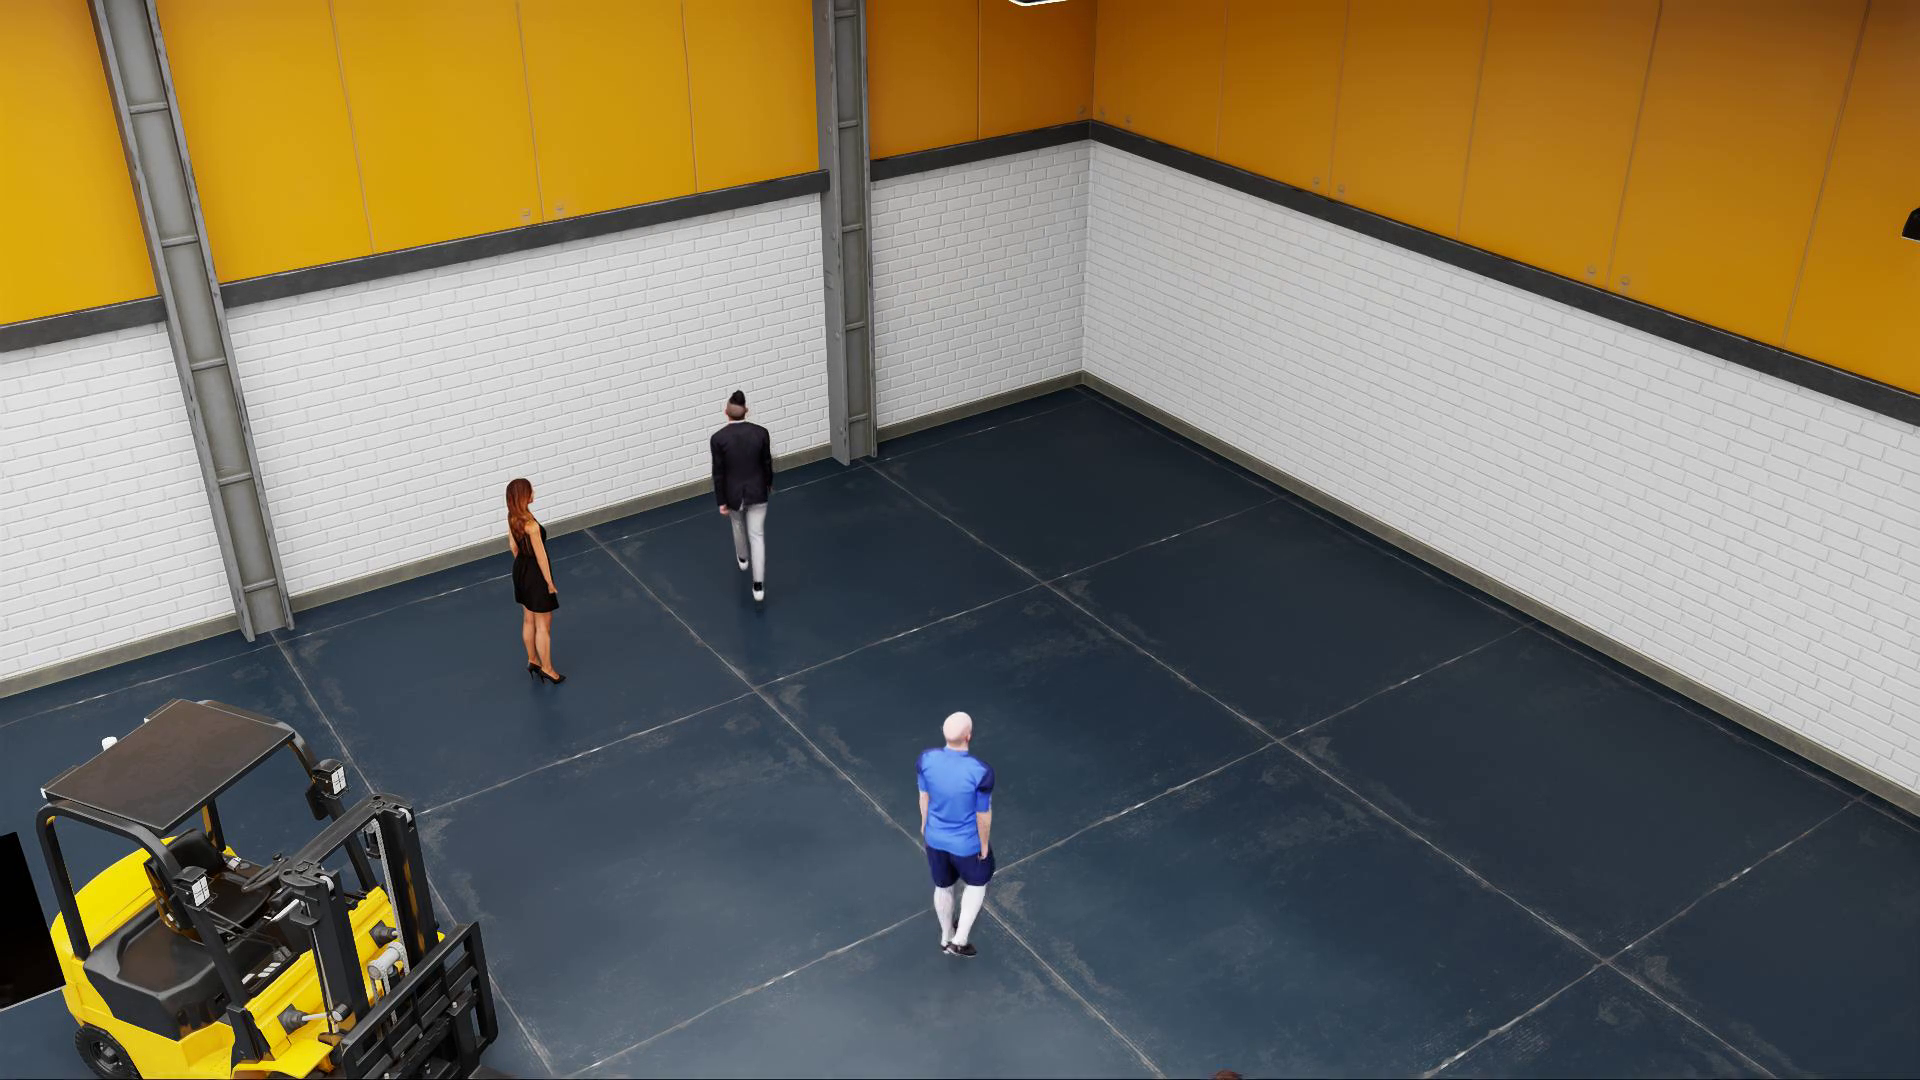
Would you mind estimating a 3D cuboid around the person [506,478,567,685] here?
[{"bbox_3d":[-3.421,0.335,13.333,0.618,1.835,0.586,24,37,37],"label":"person"}]

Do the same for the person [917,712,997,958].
[{"bbox_3d":[-0.064,1.910,10.450,0.848,1.832,0.904,10,30,18],"label":"person"}]

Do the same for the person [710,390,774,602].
[{"bbox_3d":[-1.853,-0.372,14.557,1.295,1.905,1.122,-5,29,-9],"label":"person"}]
